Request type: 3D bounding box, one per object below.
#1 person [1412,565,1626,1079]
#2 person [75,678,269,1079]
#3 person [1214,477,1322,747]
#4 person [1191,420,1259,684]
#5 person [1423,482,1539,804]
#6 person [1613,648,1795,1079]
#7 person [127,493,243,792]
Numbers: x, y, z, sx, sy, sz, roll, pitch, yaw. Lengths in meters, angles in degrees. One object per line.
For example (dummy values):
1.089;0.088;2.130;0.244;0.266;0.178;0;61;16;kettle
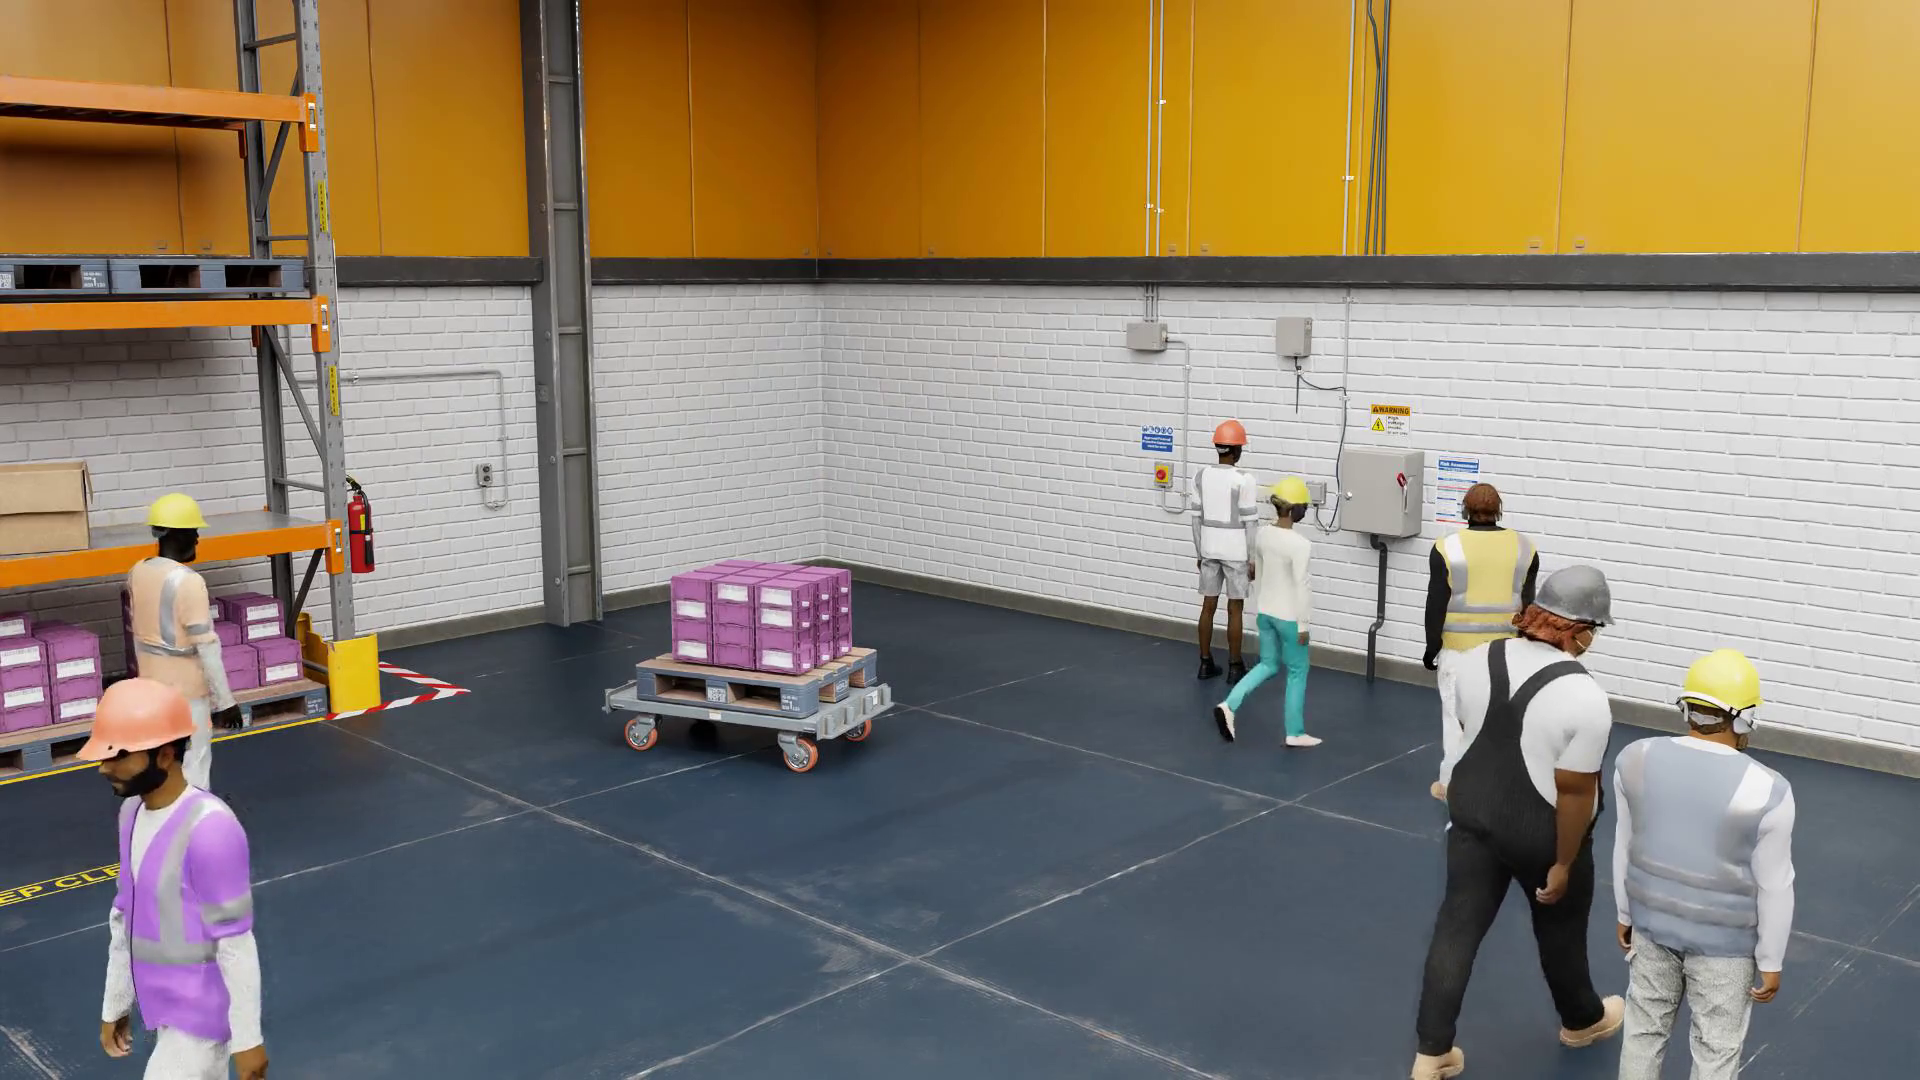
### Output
2.138;1.012;6.220;1.068;2.000;0.684;-7;12;-37;person
-2.257;1.331;4.636;0.581;1.913;0.693;9;13;43;person
1.970;0.472;10.446;0.666;1.749;0.527;-5;10;-26;person
1.958;0.089;12.203;0.544;1.935;0.361;8;12;40;person
2.927;0.590;9.426;0.633;1.839;0.429;0;9;-2;person
2.412;1.253;5.427;0.404;1.824;0.586;-8;12;-41;person
-3.915;0.719;8.374;0.613;1.925;0.383;7;12;37;person
